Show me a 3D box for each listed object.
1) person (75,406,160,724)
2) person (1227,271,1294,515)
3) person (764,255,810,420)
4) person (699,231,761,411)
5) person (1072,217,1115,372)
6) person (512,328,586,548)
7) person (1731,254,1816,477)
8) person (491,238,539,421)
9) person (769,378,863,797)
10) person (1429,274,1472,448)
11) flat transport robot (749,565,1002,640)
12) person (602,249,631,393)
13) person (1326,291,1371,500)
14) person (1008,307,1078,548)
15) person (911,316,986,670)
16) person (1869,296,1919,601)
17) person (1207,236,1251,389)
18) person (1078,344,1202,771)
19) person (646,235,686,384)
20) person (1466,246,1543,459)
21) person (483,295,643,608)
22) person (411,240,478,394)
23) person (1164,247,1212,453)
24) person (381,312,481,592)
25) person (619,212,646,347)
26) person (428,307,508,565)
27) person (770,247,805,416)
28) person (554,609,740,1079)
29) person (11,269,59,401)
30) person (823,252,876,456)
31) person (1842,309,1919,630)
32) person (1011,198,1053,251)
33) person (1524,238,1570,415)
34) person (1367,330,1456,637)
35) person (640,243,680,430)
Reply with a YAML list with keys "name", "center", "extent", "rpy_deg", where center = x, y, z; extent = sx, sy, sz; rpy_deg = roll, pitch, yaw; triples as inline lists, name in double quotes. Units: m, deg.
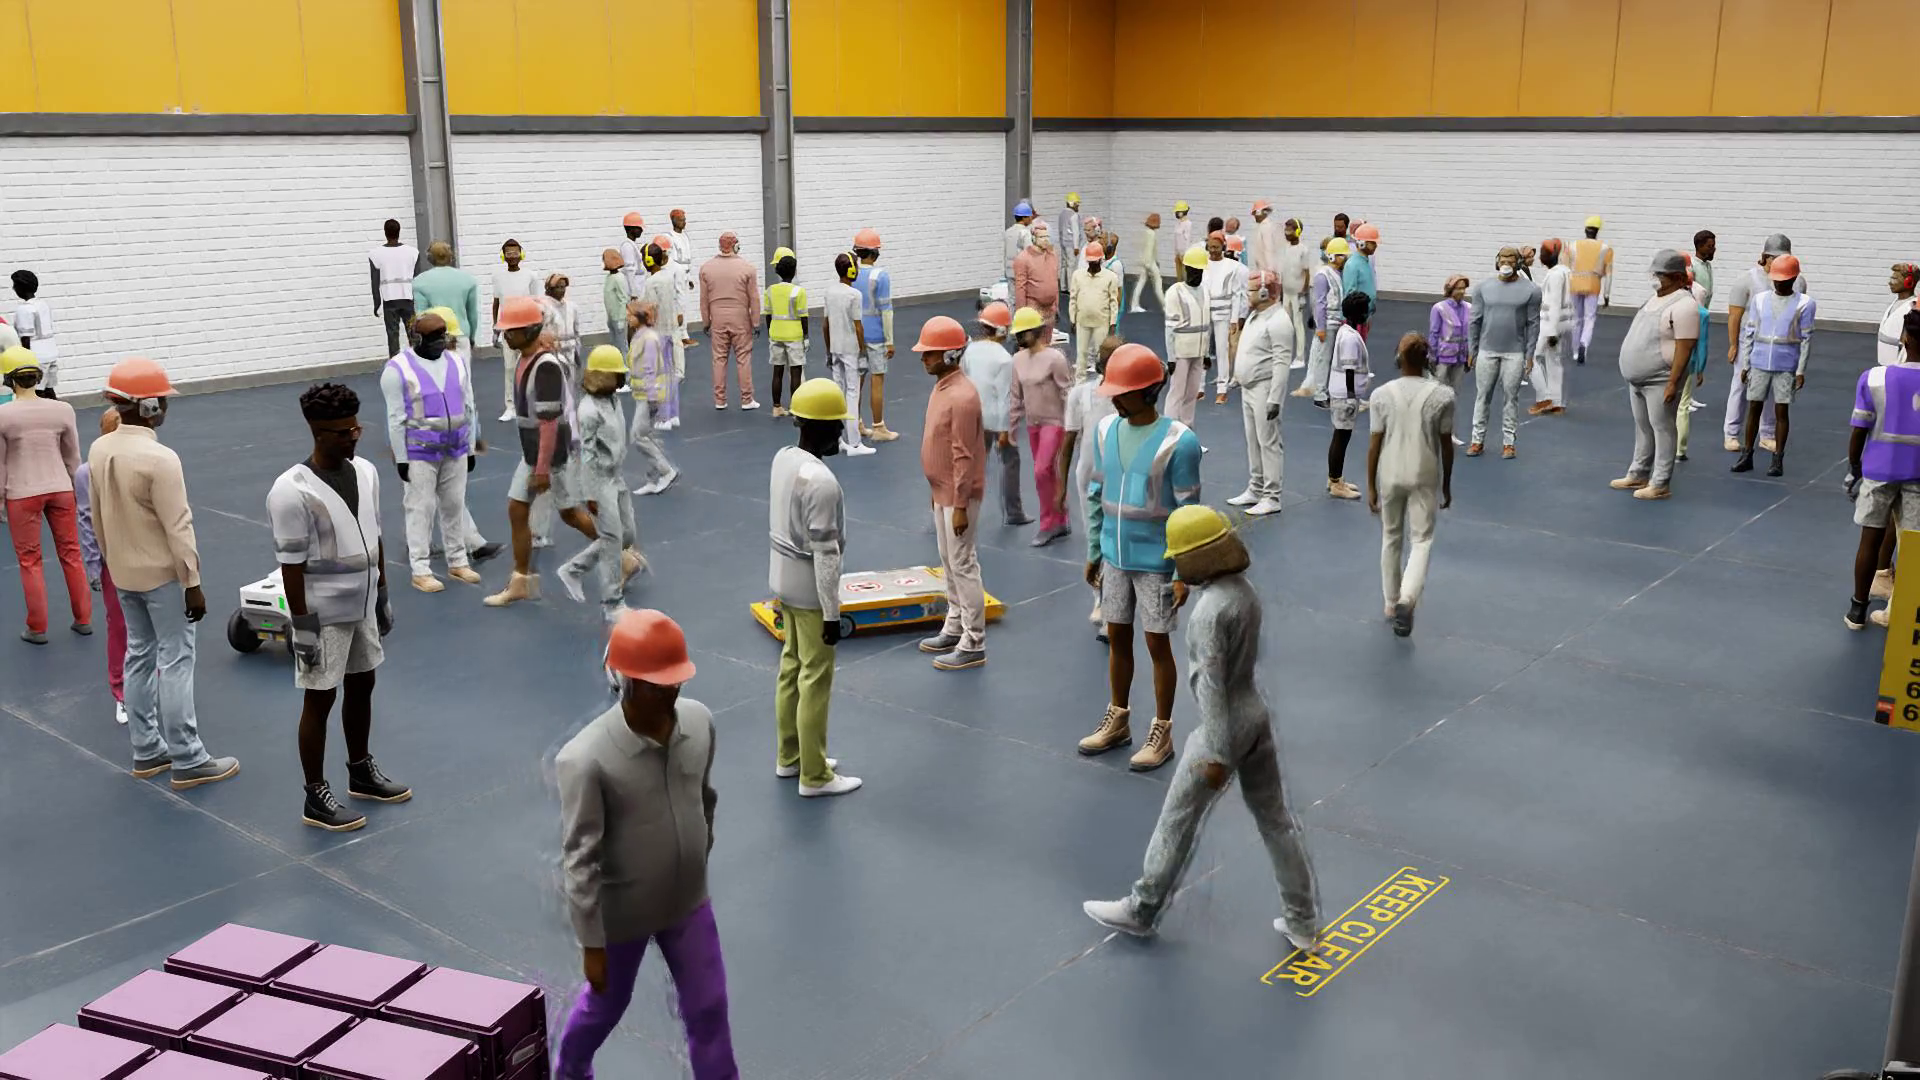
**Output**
- name: "person"
  center: [-4.221, 0.115, 8.539]
  extent: [0.498, 1.634, 0.279]
  rpy_deg: [-12, 19, -40]
- name: "person"
  center: [2.351, -1.152, 13.055]
  extent: [0.400, 1.905, 0.644]
  rpy_deg: [-2, 14, -10]
- name: "person"
  center: [-1.774, -2.083, 17.187]
  extent: [0.540, 1.698, 0.317]
  rpy_deg: [8, 16, 30]
- name: "person"
  center: [-2.440, -2.337, 17.787]
  extent: [0.651, 1.906, 0.402]
  rpy_deg: [2, 14, 8]
- name: "person"
  center: [1.643, -3.036, 20.588]
  extent: [0.409, 1.901, 0.652]
  rpy_deg: [-6, 15, -23]
- name: "person"
  center: [-2.852, -0.743, 12.039]
  extent: [0.777, 1.601, 0.553]
  rpy_deg: [-3, 14, -13]
- name: "person"
  center: [7.076, -1.516, 14.461]
  extent: [0.543, 1.928, 0.370]
  rpy_deg: [12, 18, 40]
- name: "person"
  center: [-4.561, -2.153, 17.110]
  extent: [0.531, 1.876, 0.317]
  rpy_deg: [0, 14, 1]
- name: "person"
  center: [-0.659, 0.219, 7.549]
  extent: [0.394, 1.921, 0.583]
  rpy_deg: [-7, 16, -25]
- name: "person"
  center: [4.635, -1.694, 15.760]
  extent: [0.523, 1.638, 0.310]
  rpy_deg: [-8, 16, -28]
- name: "flat transport robot"
  center: [-0.524, 0.371, 10.281]
  extent: [1.431, 0.197, 0.652]
  rpy_deg: [-6, 15, -22]
- name: "person"
  center: [-3.931, -2.505, 19.009]
  extent: [0.284, 1.633, 0.501]
  rpy_deg: [-8, 16, -28]
- name: "person"
  center: [3.183, -1.190, 13.626]
  extent: [0.316, 1.694, 0.542]
  rpy_deg: [2, 14, 8]
- name: "person"
  center: [0.584, -0.826, 12.082]
  extent: [0.629, 1.726, 0.543]
  rpy_deg: [-12, 18, -39]
- name: "person"
  center: [-0.064, -0.267, 9.365]
  extent: [0.415, 1.985, 0.611]
  rpy_deg: [-4, 15, -14]
- name: "person"
  center: [6.120, -0.613, 10.621]
  extent: [0.390, 2.040, 0.614]
  rpy_deg: [8, 16, 30]
- name: "person"
  center: [3.133, -2.636, 19.284]
  extent: [0.332, 1.755, 0.564]
  rpy_deg: [-6, 15, -23]
- name: "person"
  center: [0.822, 0.088, 7.840]
  extent: [0.615, 2.031, 0.397]
  rpy_deg: [13, 19, 43]
- name: "person"
  center: [-3.482, -2.708, 19.596]
  extent: [0.567, 1.744, 0.349]
  rpy_deg: [8, 16, 28]
- name: "person"
  center: [4.965, -1.716, 15.239]
  extent: [0.630, 1.940, 0.372]
  rpy_deg: [6, 15, 22]
- name: "person"
  center: [-2.547, -0.576, 10.593]
  extent: [0.989, 1.998, 0.608]
  rpy_deg: [-9, 17, -32]
- name: "person"
  center: [-5.041, -1.974, 16.344]
  extent: [0.631, 1.899, 0.962]
  rpy_deg: [-6, 15, -23]
- name: "person"
  center: [2.123, -1.736, 15.345]
  extent: [0.591, 1.923, 0.381]
  rpy_deg: [-13, 19, -41]
- name: "person"
  center: [-3.440, -0.579, 10.921]
  extent: [0.431, 1.835, 0.619]
  rpy_deg: [13, 19, 41]
- name: "person"
  center: [-4.109, -3.164, 21.032]
  extent: [0.358, 1.935, 0.551]
  rpy_deg: [-2, 14, -10]
- name: "person"
  center: [-3.511, -0.709, 11.520]
  extent: [0.909, 1.782, 0.591]
  rpy_deg: [4, 15, 15]
- name: "person"
  center: [-1.805, -2.187, 17.485]
  extent: [0.341, 1.760, 0.525]
  rpy_deg: [1, 14, 2]
- name: "person"
  center: [-0.922, 1.010, 4.825]
  extent: [0.901, 1.712, 0.579]
  rpy_deg: [12, 19, 41]
- name: "person"
  center: [-8.687, -1.699, 15.680]
  extent: [0.319, 1.687, 0.542]
  rpy_deg: [-2, 14, -6]
- name: "person"
  center: [-1.046, -1.717, 15.381]
  extent: [0.521, 1.873, 0.334]
  rpy_deg: [13, 19, 43]
- name: "person"
  center: [5.631, -0.403, 9.937]
  extent: [0.617, 1.962, 0.361]
  rpy_deg: [8, 16, 30]
- name: "person"
  center: [0.982, -3.860, 23.599]
  extent: [0.730, 2.000, 0.592]
  rpy_deg: [11, 18, 38]
- name: "person"
  center: [6.149, -2.227, 17.429]
  extent: [0.528, 1.859, 0.608]
  rpy_deg: [7, 16, 25]
- name: "person"
  center: [2.675, -0.335, 9.956]
  extent: [0.506, 1.825, 0.797]
  rpy_deg: [6, 15, 21]
- name: "person"
  center: [-3.025, -2.028, 16.646]
  extent: [0.328, 1.861, 0.517]
  rpy_deg: [4, 15, 16]
